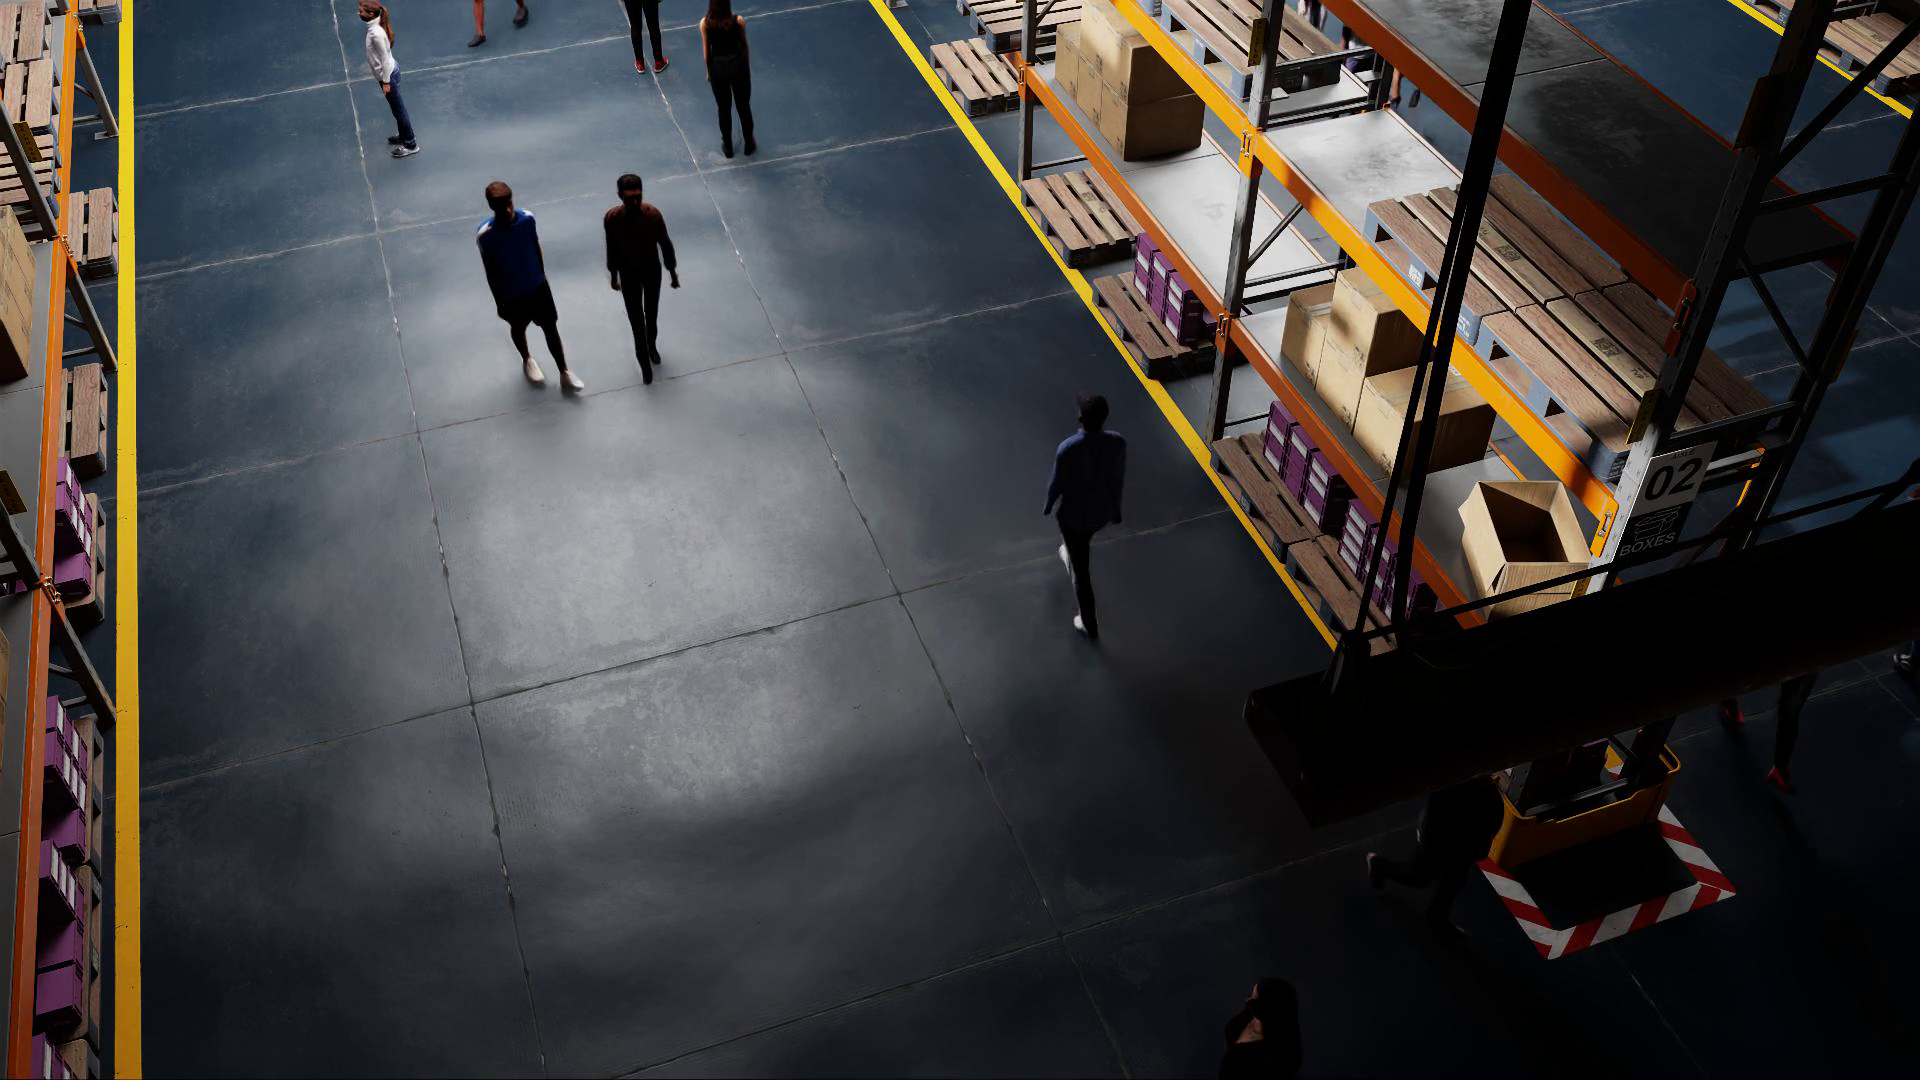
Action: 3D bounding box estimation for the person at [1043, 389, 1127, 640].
[{"bbox_3d":[0.854,-0.141,11.028,0.661,1.852,1.133,-14,45,-14],"label":"person"}]

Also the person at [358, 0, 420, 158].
[{"bbox_3d":[-5.402,-4.408,15.719,0.575,1.559,0.448,-14,45,-15],"label":"person"}]

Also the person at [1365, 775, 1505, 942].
[{"bbox_3d":[2.696,1.610,9.396,0.921,1.567,1.070,-32,52,-29],"label":"person"}]

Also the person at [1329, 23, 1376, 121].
[{"bbox_3d":[3.766,-4.537,15.736,0.603,1.722,0.549,-13,45,-13],"label":"person"}]

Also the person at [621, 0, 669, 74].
[{"bbox_3d":[-3.236,-5.538,16.821,0.658,1.675,0.628,-2,44,-2],"label":"person"}]

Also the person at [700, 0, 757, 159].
[{"bbox_3d":[-2.173,-4.396,15.613,0.632,1.688,0.623,-4,44,-4],"label":"person"}]

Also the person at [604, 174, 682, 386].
[{"bbox_3d":[-2.555,-2.167,13.218,0.673,1.764,0.796,-13,45,-13],"label":"person"}]

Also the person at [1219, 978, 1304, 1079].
[{"bbox_3d":[1.482,2.671,8.146,0.801,1.755,0.645,-4,44,-4],"label":"person"}]

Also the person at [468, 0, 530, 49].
[{"bbox_3d":[-4.875,-6.106,17.407,1.125,1.689,1.197,18,46,18],"label":"person"}]

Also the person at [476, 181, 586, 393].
[{"bbox_3d":[-3.480,-2.035,13.017,0.847,1.850,1.058,-28,50,-26],"label":"person"}]

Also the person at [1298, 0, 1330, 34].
[{"bbox_3d":[3.527,-5.454,16.724,0.612,1.687,0.877,-17,46,-17],"label":"person"}]
